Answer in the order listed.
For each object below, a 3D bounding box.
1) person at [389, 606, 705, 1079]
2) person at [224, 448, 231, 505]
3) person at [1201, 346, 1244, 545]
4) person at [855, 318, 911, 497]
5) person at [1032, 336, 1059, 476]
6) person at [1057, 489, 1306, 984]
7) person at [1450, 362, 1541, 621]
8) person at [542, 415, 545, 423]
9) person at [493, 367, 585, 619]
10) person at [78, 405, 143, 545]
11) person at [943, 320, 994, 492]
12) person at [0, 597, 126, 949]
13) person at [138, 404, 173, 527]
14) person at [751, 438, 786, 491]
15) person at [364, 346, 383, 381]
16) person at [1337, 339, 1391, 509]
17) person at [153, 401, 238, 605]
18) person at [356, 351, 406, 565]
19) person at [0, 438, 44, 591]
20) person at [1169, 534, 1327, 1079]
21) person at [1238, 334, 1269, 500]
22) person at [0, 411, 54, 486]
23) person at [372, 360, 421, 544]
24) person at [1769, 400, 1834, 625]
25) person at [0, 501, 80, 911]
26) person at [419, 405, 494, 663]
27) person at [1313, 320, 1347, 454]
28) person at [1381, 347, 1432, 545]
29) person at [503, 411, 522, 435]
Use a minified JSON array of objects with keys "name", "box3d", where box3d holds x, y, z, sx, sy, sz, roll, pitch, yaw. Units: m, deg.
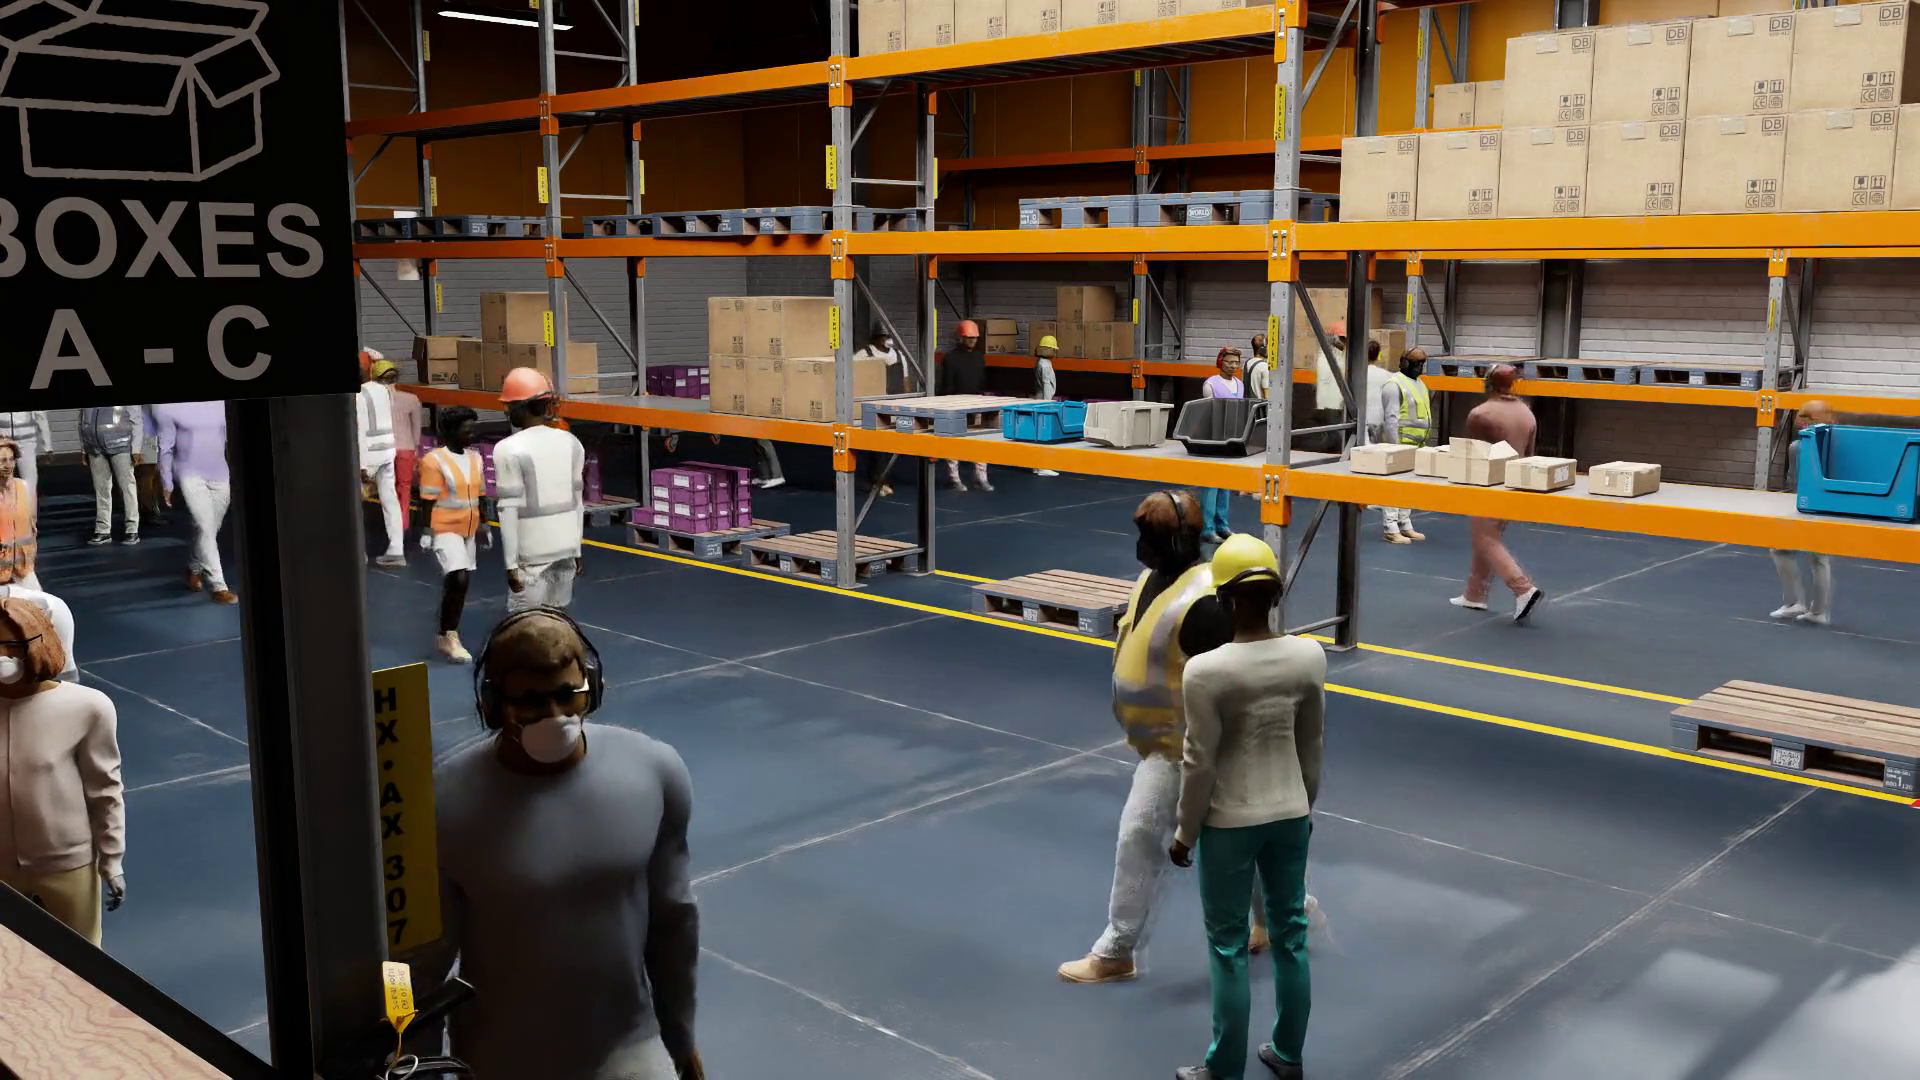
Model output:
[{"name":"person","box3d":[-0.808,1.069,3.320,0.655,1.918,0.501,-6,11,-31]},{"name":"person","box3d":[-7.761,-1.245,17.683,0.585,1.872,0.907,-5,11,-29]},{"name":"person","box3d":[2.455,-0.893,15.600,0.396,1.839,0.564,8,12,41]},{"name":"person","box3d":[-0.846,-1.500,18.706,0.698,2.000,0.635,-8,12,-41]},{"name":"person","box3d":[1.072,-1.670,20.690,0.311,1.735,0.484,-1,9,-9]},{"name":"person","box3d":[0.842,0.697,5.998,0.930,1.805,0.630,-2,9,-11]},{"name":"person","box3d":[3.964,-0.359,12.209,0.635,1.883,0.849,-6,11,-34]},{"name":"person","box3d":[-5.937,-2.123,22.993,0.557,1.889,0.565,1,9,6]},{"name":"person","box3d":[-2.276,0.055,9.263,0.685,2.026,0.607,7,12,37]},{"name":"person","box3d":[-7.877,-0.859,15.404,0.588,1.837,0.403,0,9,2]},{"name":"person","box3d":[0.099,-1.508,18.972,0.613,1.965,0.762,-6,11,-31]},{"name":"person","box3d":[-2.690,0.966,4.832,0.499,1.634,0.279,-3,10,-15]},{"name":"person","box3d":[-8.007,-1.076,16.554,0.472,1.895,0.648,-4,10,-21]},{"name":"person","box3d":[-2.314,-1.534,19.411,0.572,1.889,0.801,0,9,-1]},{"name":"person","box3d":[-7.230,-1.646,20.129,0.716,1.875,0.568,-2,9,-11]},{"name":"person","box3d":[4.394,-1.252,17.936,0.502,1.818,1.024,-2,10,-14]},{"name":"person","box3d":[-5.901,-0.481,12.899,0.959,1.908,0.640,8,12,39]},{"name":"person","box3d":[-5.128,-0.694,14.307,0.725,1.858,0.597,2,10,14]},{"name":"person","box3d":[-5.485,0.211,9.562,0.907,1.592,0.542,4,10,25]},{"name":"person","box3d":[0.880,0.856,5.127,0.523,1.760,0.327,-5,10,-26]},{"name":"person","box3d":[3.310,-1.369,18.507,0.326,1.843,0.516,-4,10,-24]},{"name":"person","box3d":[-8.614,-0.825,15.118,0.660,1.857,0.662,-6,11,-31]},{"name":"person","box3d":[-5.322,-0.818,15.609,0.512,1.729,0.864,-3,10,-17]},{"name":"person","box3d":[6.120,-0.198,12.021,0.523,1.615,0.487,-3,10,-20]},{"name":"person","box3d":[-2.941,0.782,5.041,0.547,1.934,0.376,-6,11,-35]},{"name":"person","box3d":[-3.248,-0.041,10.852,0.557,1.670,0.546,4,10,23]},{"name":"person","box3d":[4.300,-1.549,19.231,0.520,1.972,0.620,7,12,38]},{"name":"person","box3d":[4.183,-0.883,15.558,0.430,1.838,0.620,8,12,40]},{"name":"person","box3d":[-5.884,-1.950,21.879,0.659,1.902,0.763,-6,11,-34]}]
